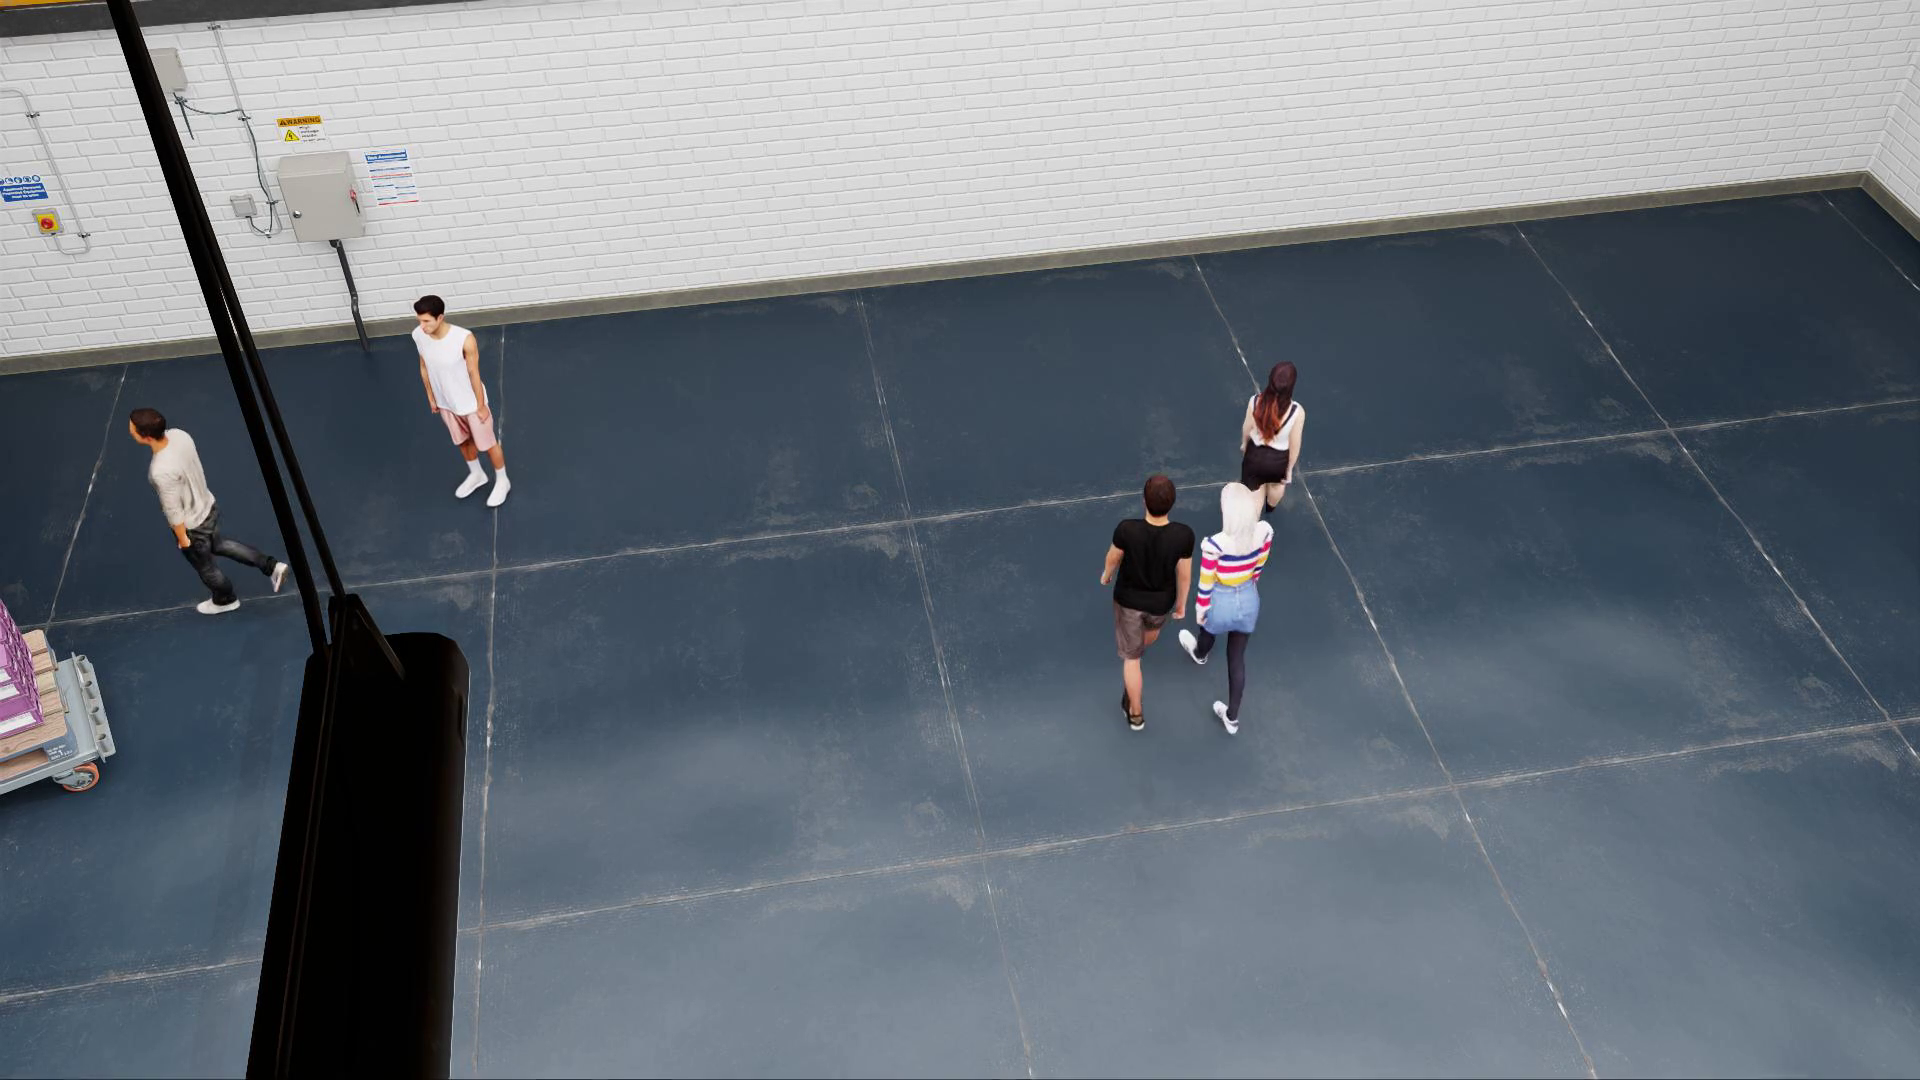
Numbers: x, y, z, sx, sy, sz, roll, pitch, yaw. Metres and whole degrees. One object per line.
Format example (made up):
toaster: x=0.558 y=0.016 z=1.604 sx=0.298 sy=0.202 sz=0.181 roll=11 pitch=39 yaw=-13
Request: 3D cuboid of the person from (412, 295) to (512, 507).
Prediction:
person: x=-3.523 y=-1.018 z=11.788 sx=0.728 sy=1.780 sz=0.732 roll=13 pitch=45 yaw=13

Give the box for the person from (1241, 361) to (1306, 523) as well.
person: x=2.071 y=-0.456 z=11.320 sx=0.822 sy=1.612 sz=1.103 roll=9 pitch=44 yaw=9

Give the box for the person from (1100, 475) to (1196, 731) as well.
person: x=1.136 y=0.428 z=10.244 sx=0.793 sy=1.817 sz=1.192 roll=-1 pitch=44 yaw=-1

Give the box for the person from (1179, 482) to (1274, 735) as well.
person: x=1.711 y=0.471 z=10.247 sx=0.734 sy=1.750 sz=1.105 roll=-13 pitch=45 yaw=-14

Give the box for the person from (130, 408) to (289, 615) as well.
person: x=-4.923 y=-0.174 z=10.892 sx=0.766 sy=1.794 sz=0.862 roll=-2 pitch=44 yaw=-2
